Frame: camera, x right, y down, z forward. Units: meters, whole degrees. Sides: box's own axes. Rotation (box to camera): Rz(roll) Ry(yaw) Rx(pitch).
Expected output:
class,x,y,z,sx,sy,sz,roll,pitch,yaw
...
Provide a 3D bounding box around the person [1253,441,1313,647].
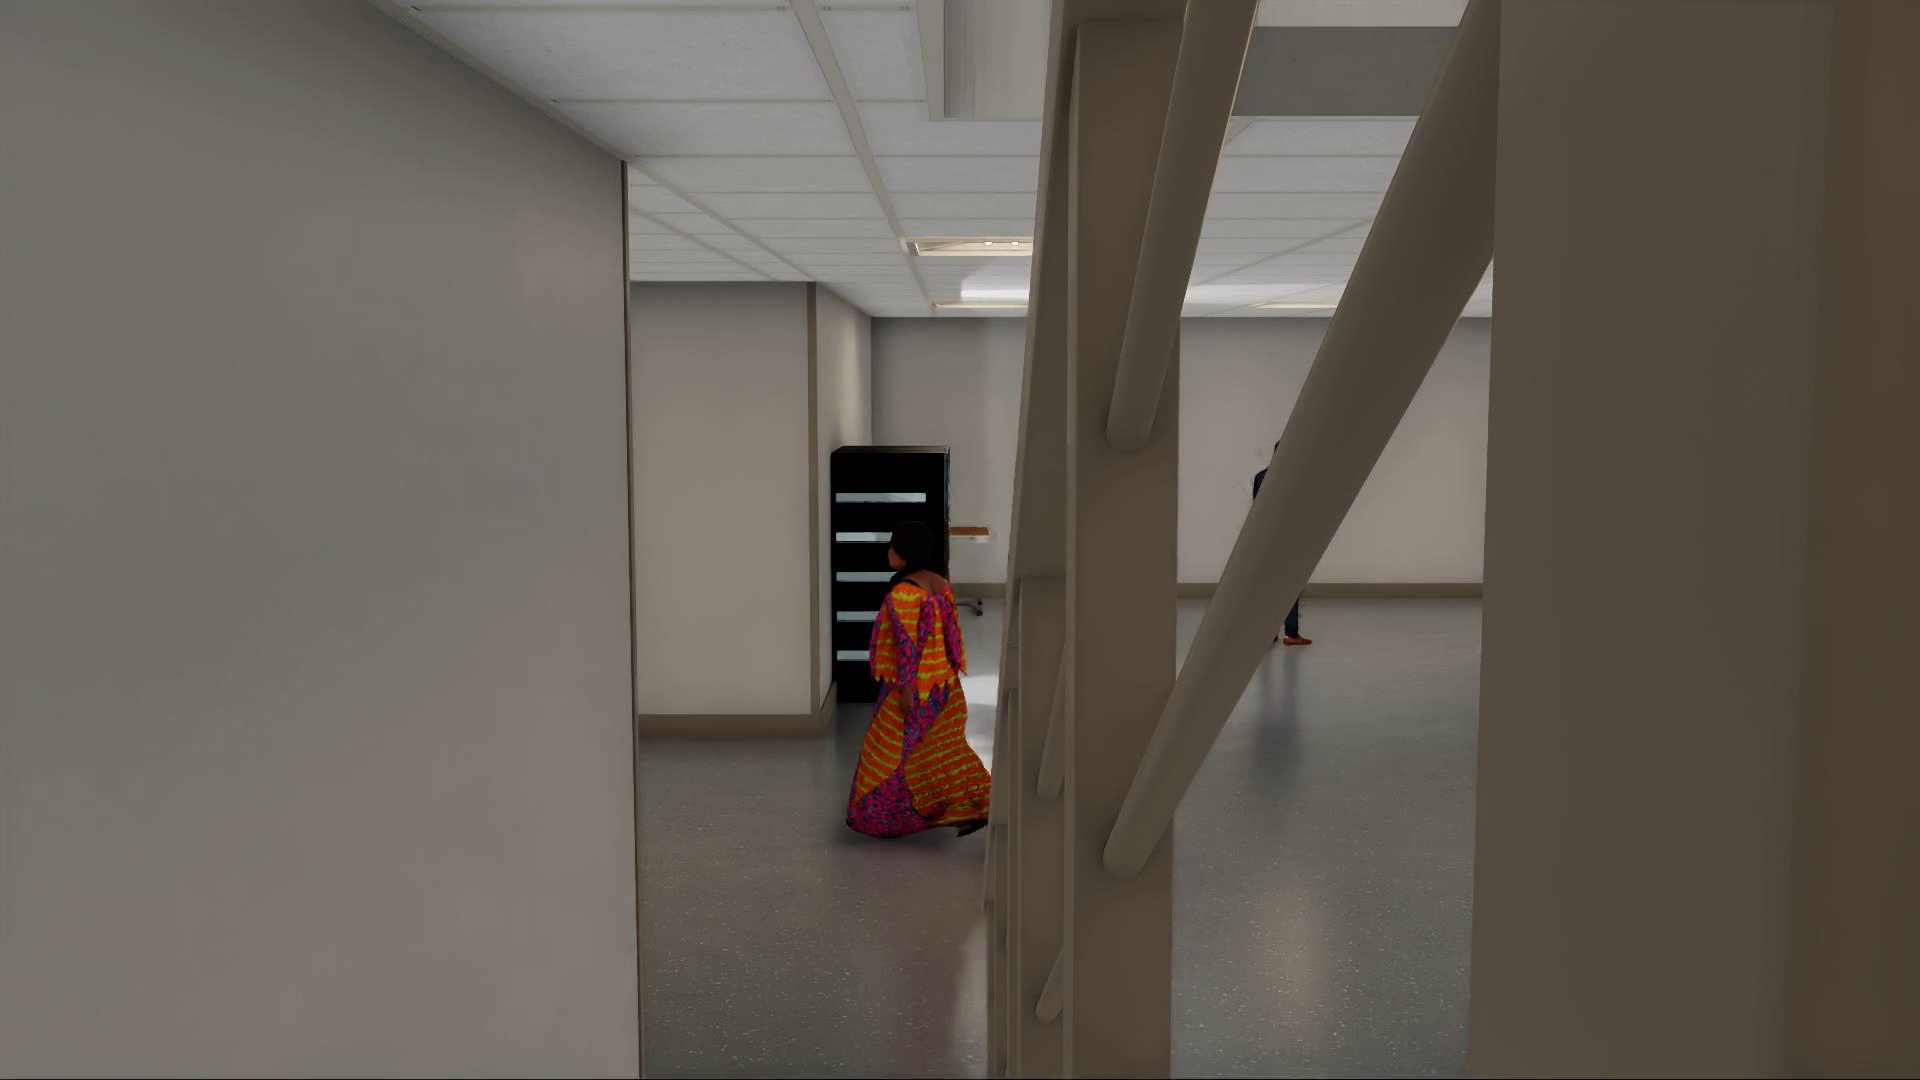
class,x,y,z,sx,sy,sz,roll,pitch,yaw
person,2.854,0.013,14.769,0.836,1.824,0.774,-6,8,-44

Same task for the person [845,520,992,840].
class,x,y,z,sx,sy,sz,roll,pitch,yaw
person,-0.164,0.725,8.465,1.058,1.654,1.181,3,6,28
